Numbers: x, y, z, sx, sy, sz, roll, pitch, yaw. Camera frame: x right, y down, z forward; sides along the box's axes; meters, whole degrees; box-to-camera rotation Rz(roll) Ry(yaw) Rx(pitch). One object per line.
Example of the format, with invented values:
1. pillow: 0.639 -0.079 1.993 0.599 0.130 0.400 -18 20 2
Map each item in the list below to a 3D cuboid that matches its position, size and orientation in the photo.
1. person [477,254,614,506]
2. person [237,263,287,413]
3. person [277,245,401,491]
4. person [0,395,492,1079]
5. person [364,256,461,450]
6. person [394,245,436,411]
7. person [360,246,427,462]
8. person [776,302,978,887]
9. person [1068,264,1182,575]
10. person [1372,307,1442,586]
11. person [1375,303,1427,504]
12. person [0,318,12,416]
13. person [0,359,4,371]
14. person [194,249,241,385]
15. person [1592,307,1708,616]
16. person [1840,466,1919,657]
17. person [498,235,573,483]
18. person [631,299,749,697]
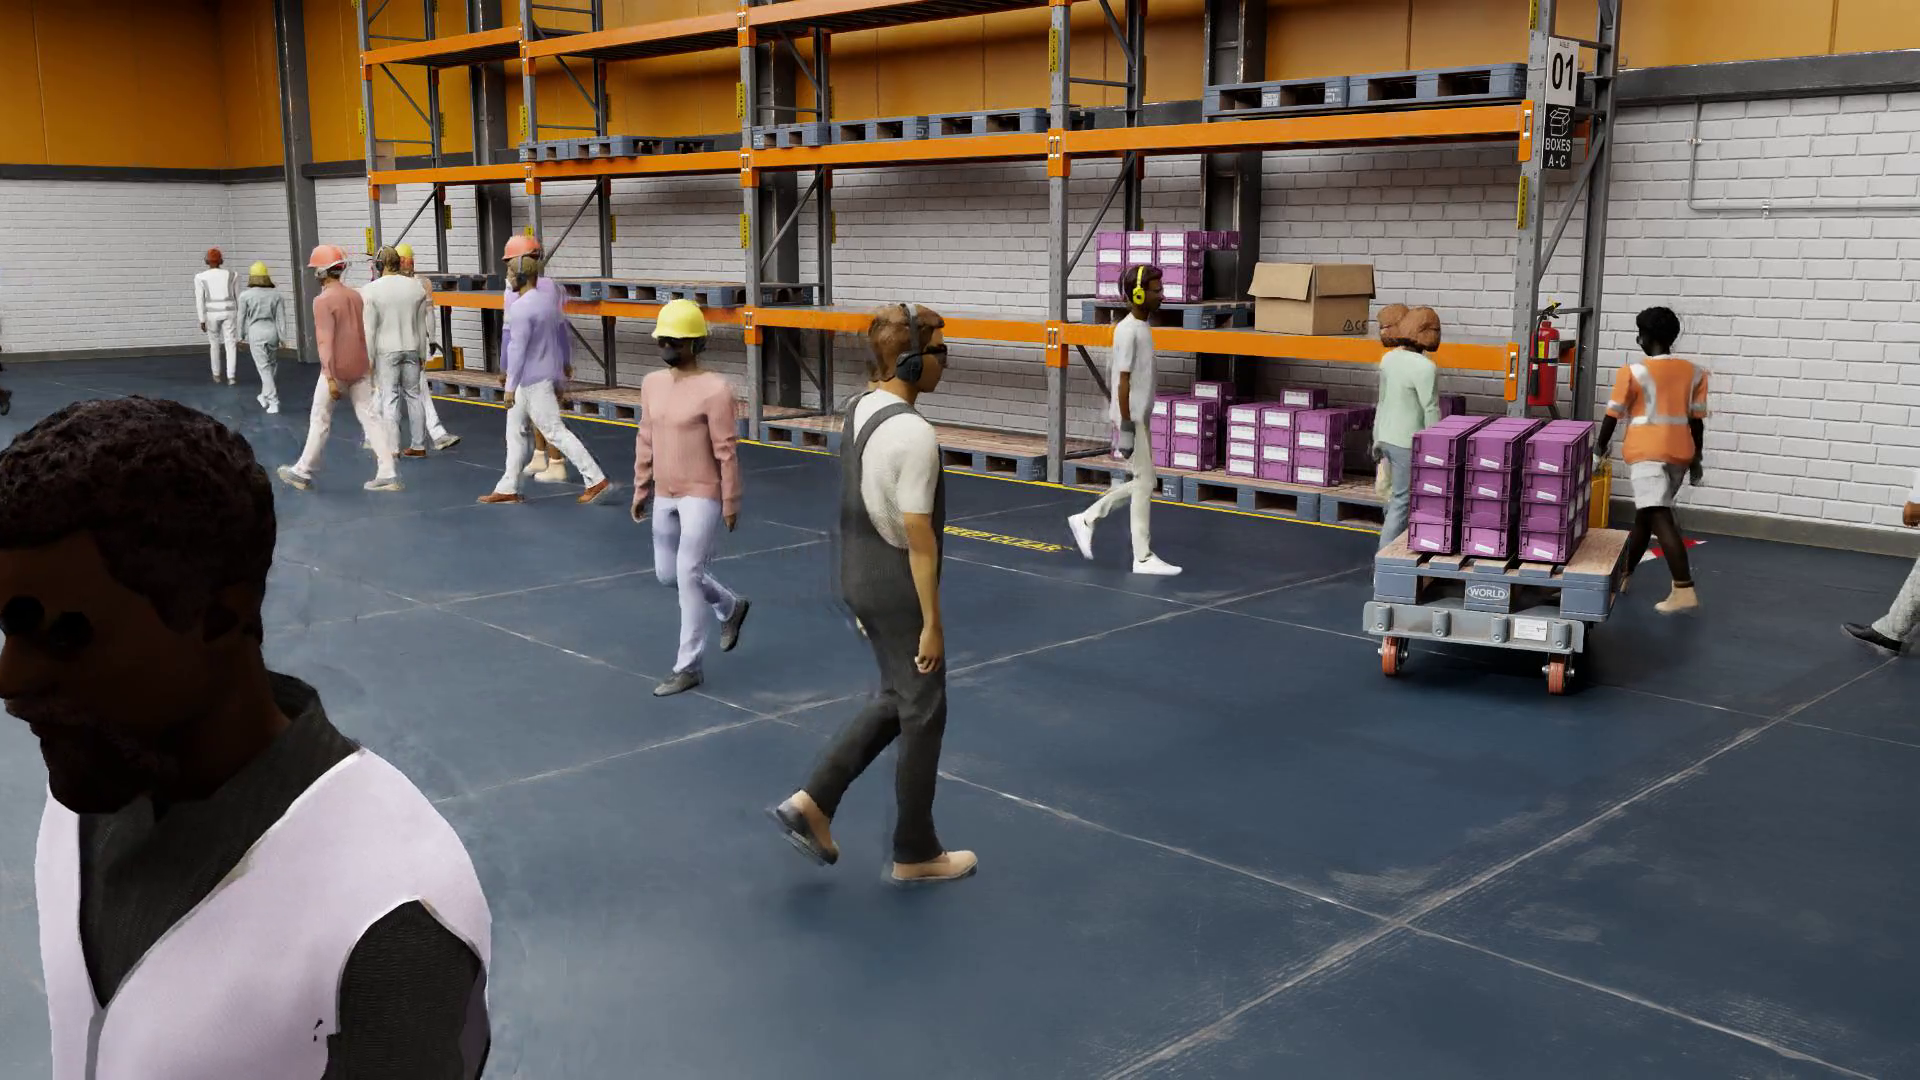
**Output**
1. person: -3.102 -1.181 12.413 1.031 1.892 0.642 0 10 0
2. person: -8.045 -2.324 19.159 0.491 1.694 0.910 -9 14 -40
3. person: -4.940 -1.346 13.143 1.041 1.936 0.633 3 11 17
4. person: -0.679 0.812 1.512 0.618 1.888 0.653 8 13 38
5. person: -5.235 -1.736 15.610 0.998 1.825 0.609 4 11 21
6. person: -6.103 -2.276 18.337 0.646 1.907 0.521 -3 11 -17
7. person: -5.068 -1.665 14.947 0.368 1.932 0.622 10 14 43
8. person: -0.233 0.192 5.080 0.537 1.826 0.529 -5 12 -27
9. person: 1.006 -0.711 9.926 0.628 1.857 0.537 3 11 15
10. person: 2.612 -0.530 9.589 0.496 1.618 0.525 -2 11 -11
11. person: 2.755 -0.625 10.104 0.499 1.617 0.558 9 14 40
12. person: -10.542 -2.199 17.883 0.560 1.916 0.725 2 11 9
13. person: -14.498 -3.418 24.512 0.551 1.913 0.699 7 13 34
14. person: -10.087 -3.038 22.686 0.593 1.829 1.008 -5 12 -27
15. person: 3.780 -0.435 9.026 0.538 1.641 0.908 -3 11 -17
16. person: 4.597 -0.256 7.647 0.616 1.782 0.922 -8 13 -37
17. person: -3.527 -1.472 13.641 0.756 2.008 0.646 4 11 22
18. person: -1.177 -0.213 7.497 0.520 1.748 0.666 7 13 35
